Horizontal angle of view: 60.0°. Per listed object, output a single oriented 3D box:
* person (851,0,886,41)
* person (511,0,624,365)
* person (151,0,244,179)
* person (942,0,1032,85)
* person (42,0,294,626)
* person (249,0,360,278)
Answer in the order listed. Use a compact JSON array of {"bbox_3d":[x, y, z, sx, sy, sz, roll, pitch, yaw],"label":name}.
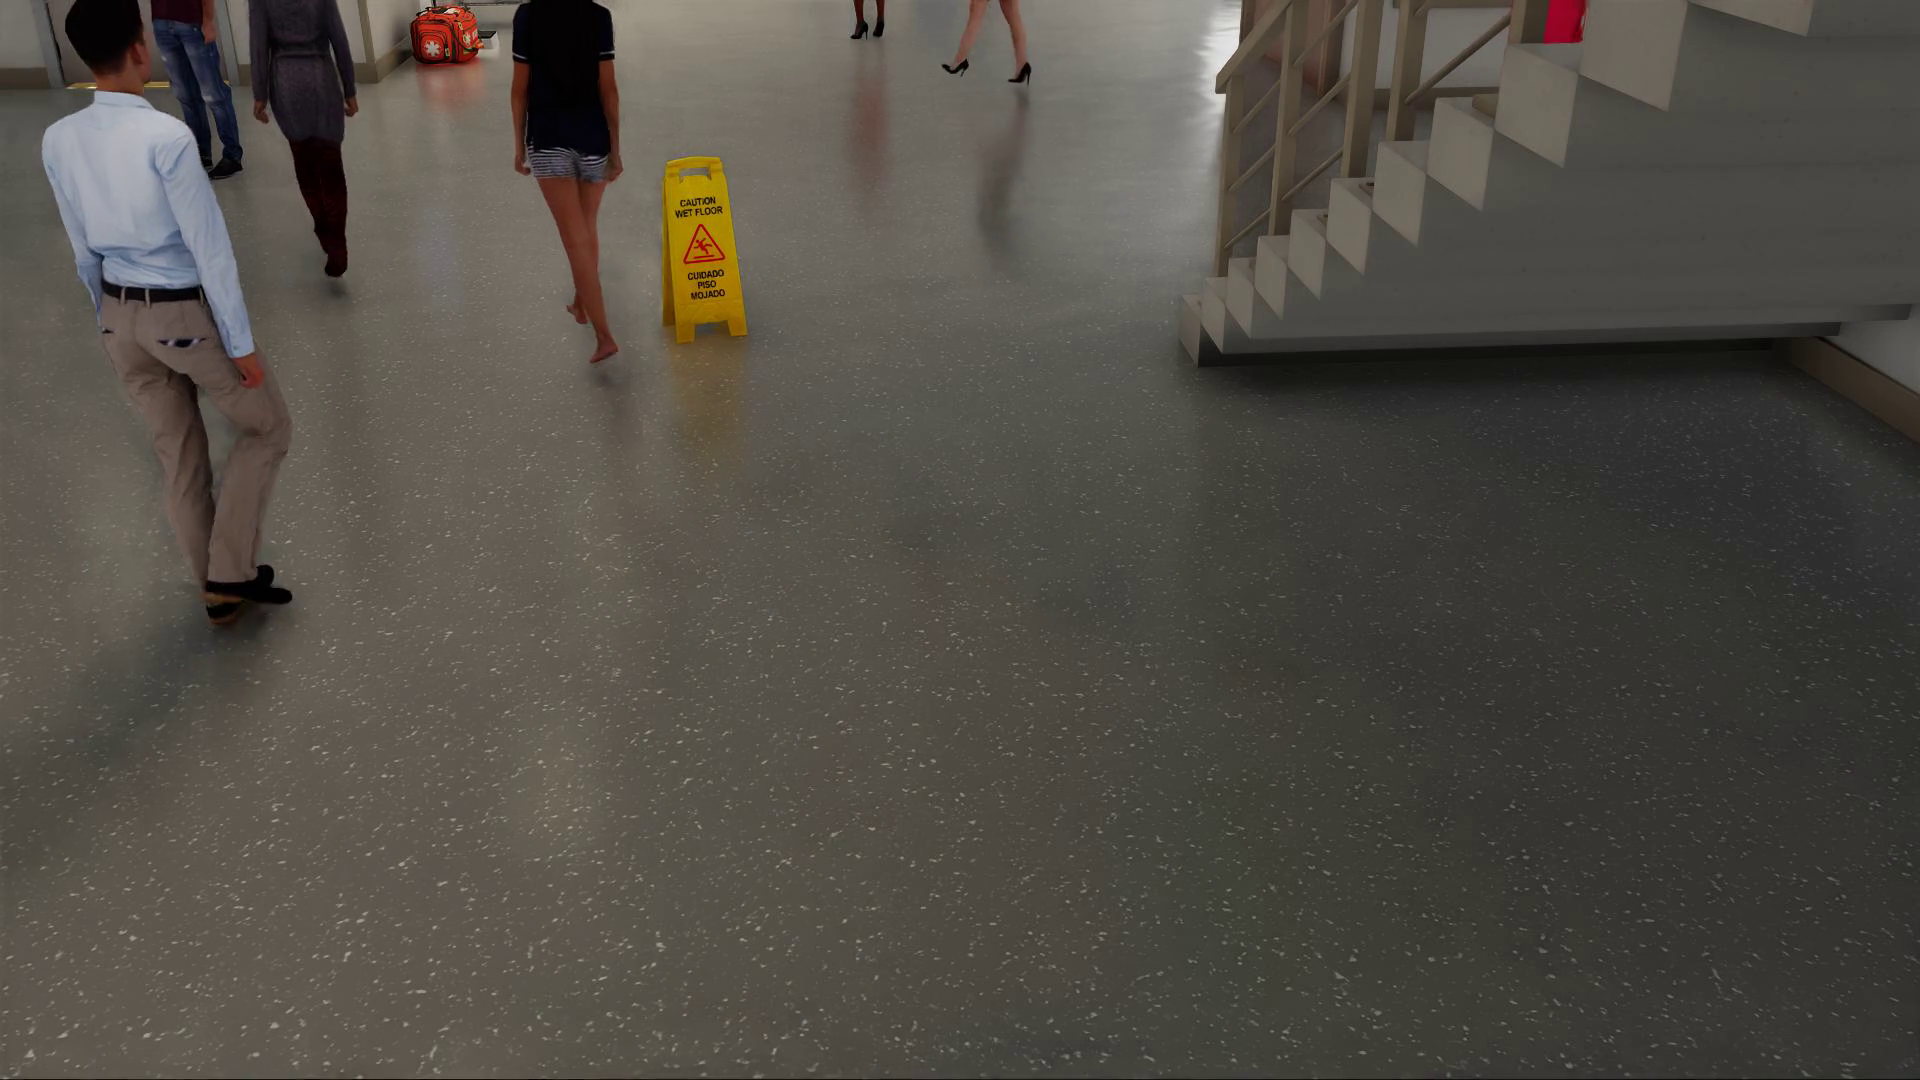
[{"bbox_3d":[-0.835,-5.317,14.614,0.637,1.748,0.636,-15,30,-28],"label":"person"},{"bbox_3d":[-1.583,-1.564,6.867,0.871,1.716,1.242,-12,28,-23],"label":"person"},{"bbox_3d":[-4.645,-3.133,9.963,0.739,1.855,0.741,12,28,23],"label":"person"},{"bbox_3d":[0.367,-4.268,12.535,0.993,1.663,1.001,13,29,26],"label":"person"},{"bbox_3d":[-2.233,-0.557,4.646,0.733,1.832,0.741,5,26,9],"label":"person"},{"bbox_3d":[-3.145,-2.088,8.009,0.729,1.670,1.160,-7,27,-15],"label":"person"}]
